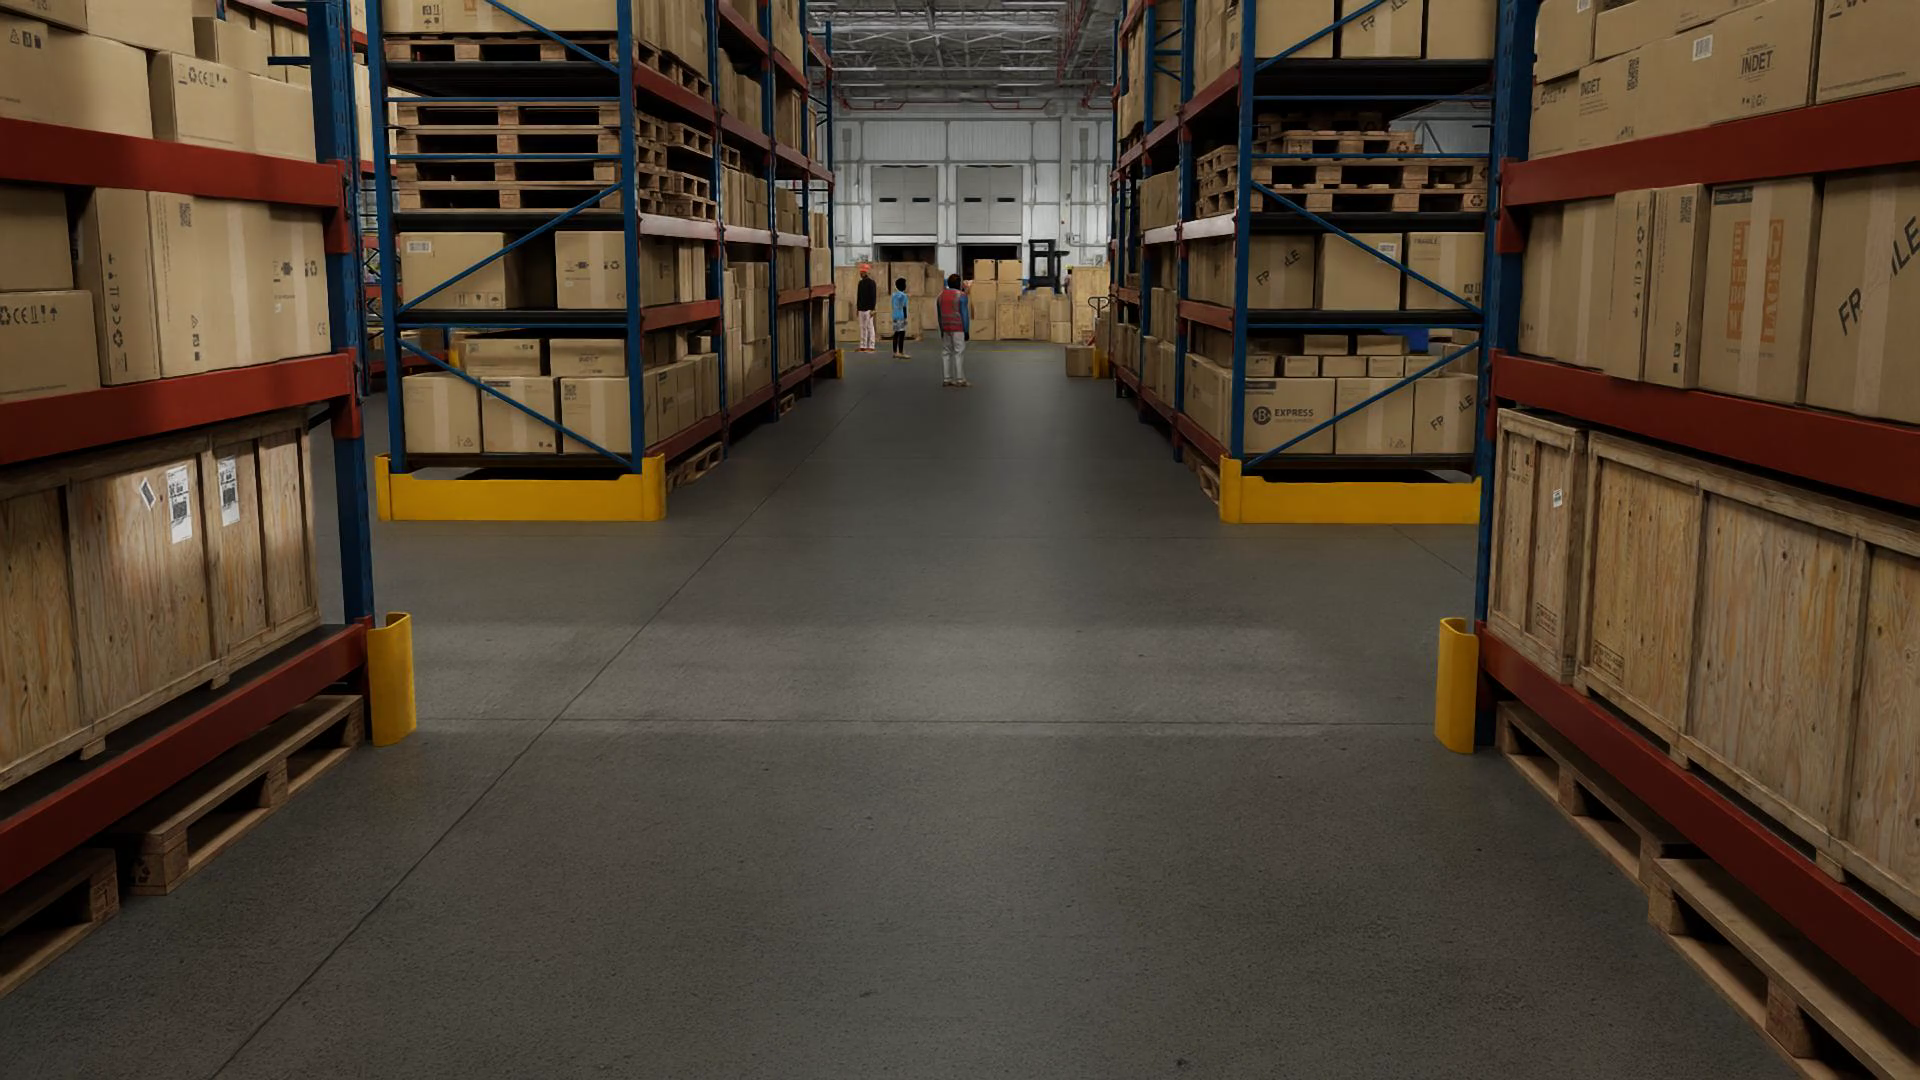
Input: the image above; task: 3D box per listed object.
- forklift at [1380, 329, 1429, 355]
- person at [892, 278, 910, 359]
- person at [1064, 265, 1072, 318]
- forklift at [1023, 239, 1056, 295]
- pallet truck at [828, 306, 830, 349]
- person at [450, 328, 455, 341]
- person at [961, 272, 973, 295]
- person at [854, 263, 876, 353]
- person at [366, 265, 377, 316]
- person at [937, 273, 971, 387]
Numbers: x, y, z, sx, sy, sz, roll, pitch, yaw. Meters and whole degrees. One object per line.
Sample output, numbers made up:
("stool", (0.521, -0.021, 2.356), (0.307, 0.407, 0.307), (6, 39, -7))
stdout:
("forklift", (8.276, -4.897, 32.895), (1.873, 2.768, 1.129), (0, 9, 1))
("person", (-1.251, -4.668, 35.060), (0.317, 1.695, 0.540), (-5, 11, -29))
("person", (3.985, -8.976, 60.175), (0.587, 1.929, 0.361), (-7, 12, -37))
("forklift", (2.839, -9.070, 57.888), (1.129, 2.768, 1.873), (6, 11, 33))
("pallet truck", (-3.100, -3.940, 29.800), (1.885, 1.965, 0.823), (3, 10, 19))
("person", (-9.950, -4.184, 31.615), (1.055, 1.873, 0.634), (0, 9, 2))
("person", (0.317, -8.851, 60.117), (0.540, 1.695, 0.317), (-1, 10, -5))
("person", (-2.118, -5.188, 37.279), (0.373, 1.997, 0.618), (-8, 13, -41))
("person", (-22.184, -9.400, 62.719), (0.363, 1.927, 0.587), (-6, 11, -33))
("person", (-0.077, -3.398, 27.016), (0.627, 1.847, 0.429), (8, 12, 40))
